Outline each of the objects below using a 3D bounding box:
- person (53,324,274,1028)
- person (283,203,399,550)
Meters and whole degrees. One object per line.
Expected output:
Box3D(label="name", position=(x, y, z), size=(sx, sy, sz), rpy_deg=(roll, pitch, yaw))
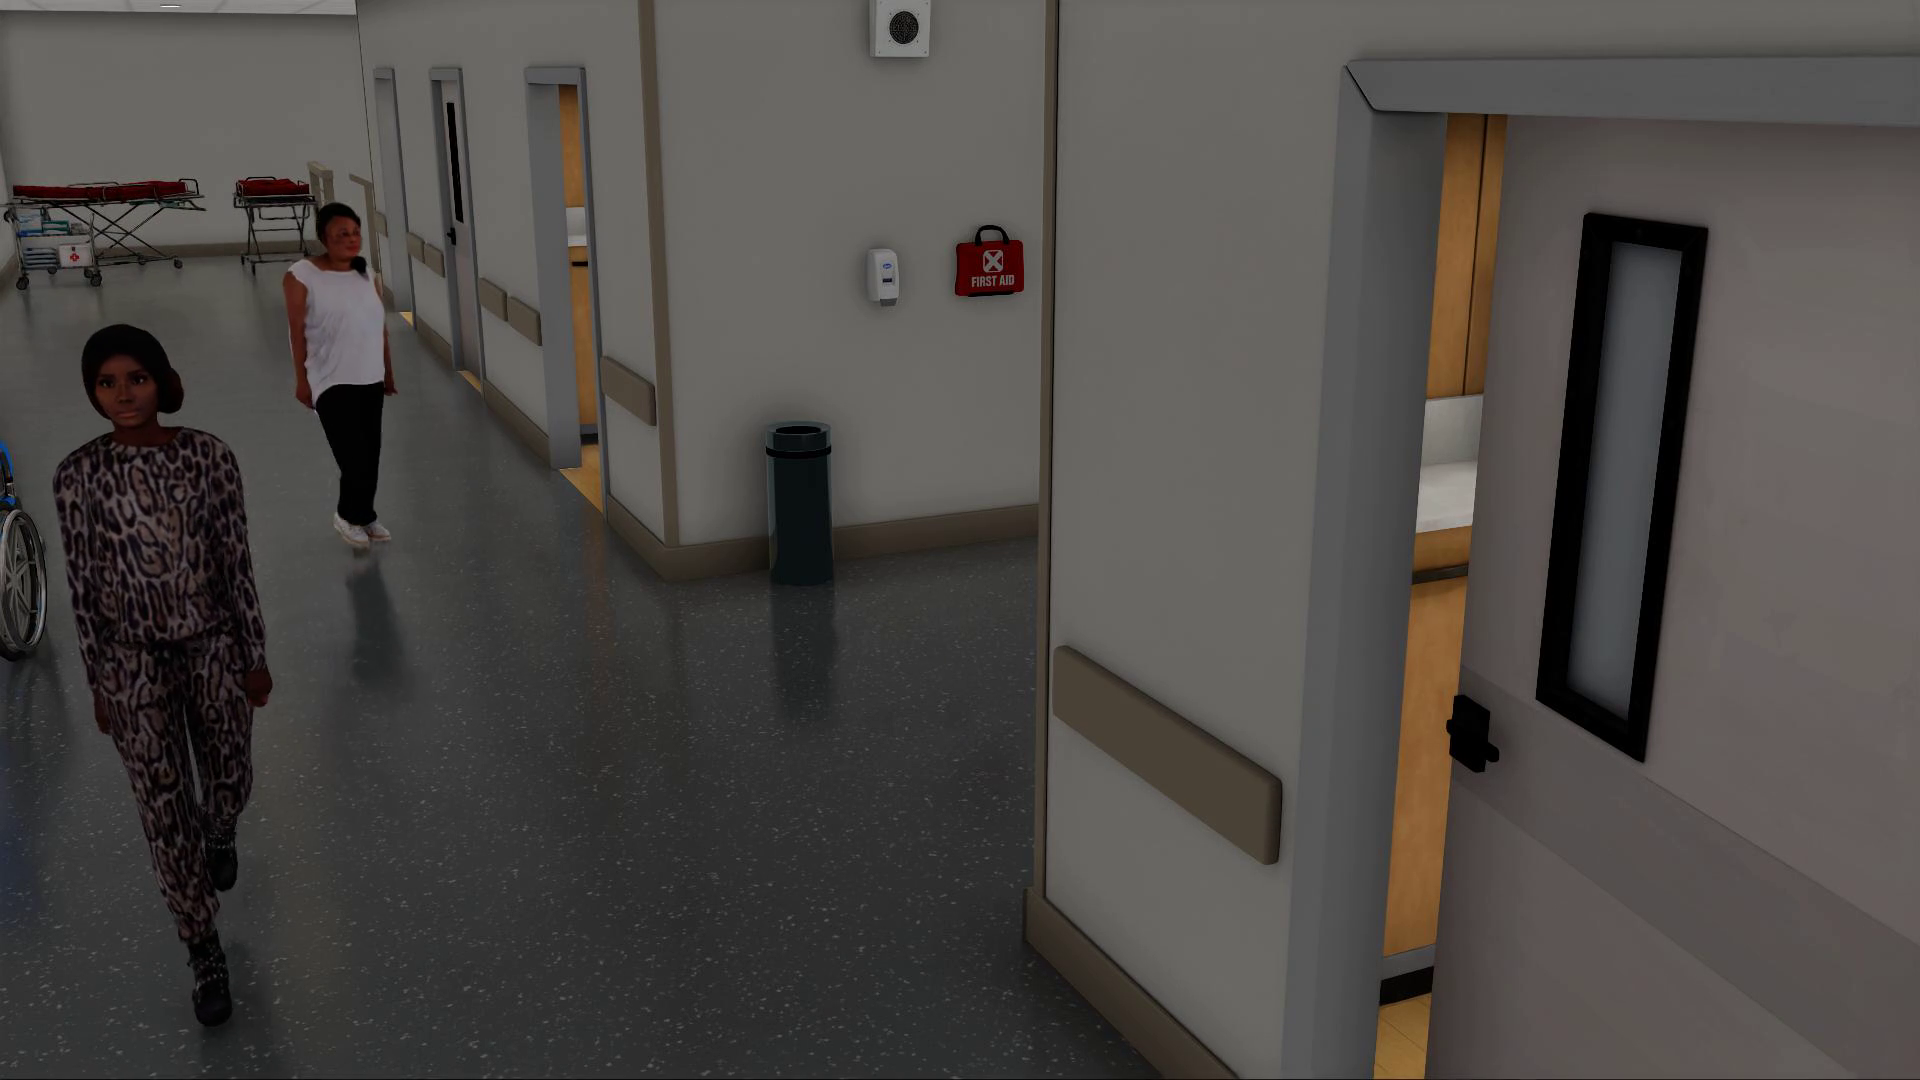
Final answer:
Box3D(label="person", position=(-1.966, 0.310, 4.200), size=(0.567, 1.692, 1.022), rpy_deg=(-7, 17, -23))
Box3D(label="person", position=(-3.054, -0.807, 8.187), size=(0.820, 1.680, 0.788), rpy_deg=(9, 18, 30))
